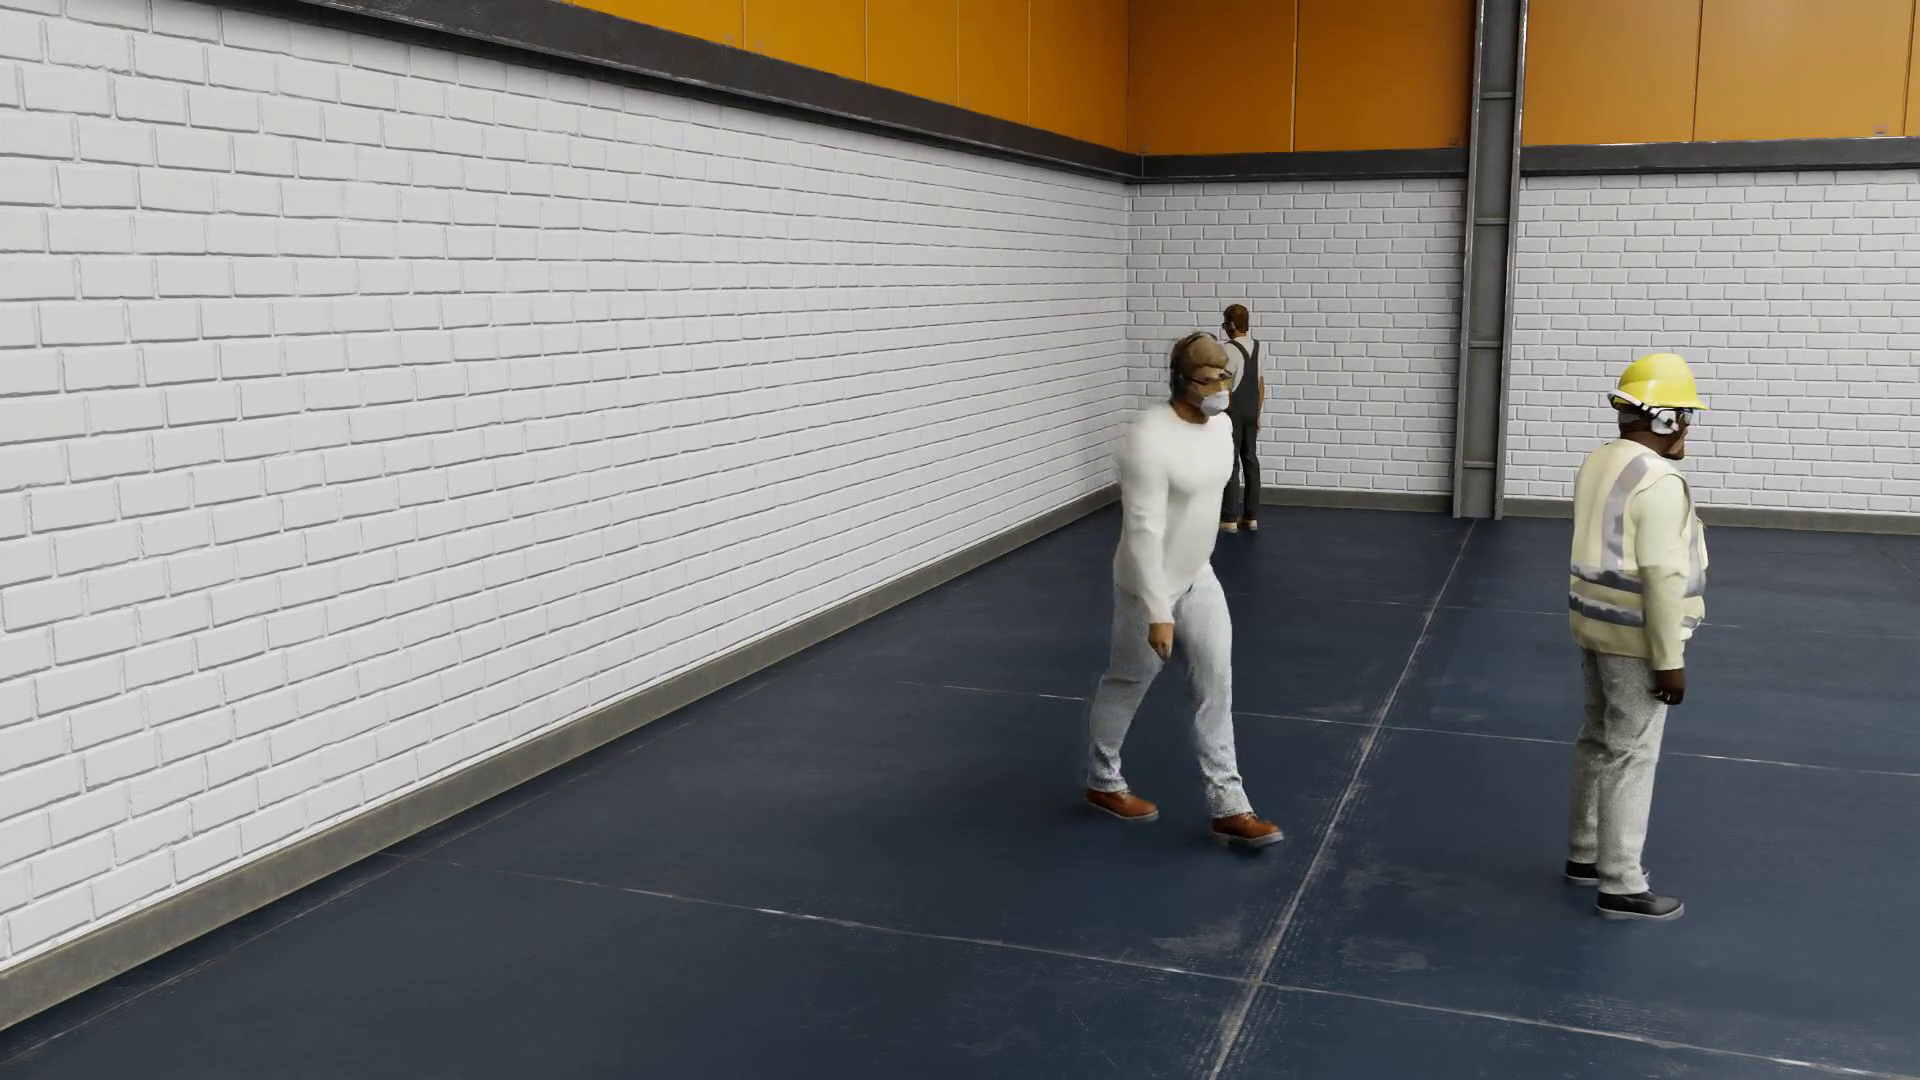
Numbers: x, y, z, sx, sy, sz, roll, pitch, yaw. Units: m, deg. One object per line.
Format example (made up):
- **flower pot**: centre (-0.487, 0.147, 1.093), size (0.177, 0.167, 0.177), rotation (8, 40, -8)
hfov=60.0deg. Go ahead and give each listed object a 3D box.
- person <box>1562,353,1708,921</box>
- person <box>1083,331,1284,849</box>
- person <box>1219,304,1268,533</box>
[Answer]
- **person**: centre (2.198, 0.308, 5.422), size (0.403, 1.824, 0.597), rotation (0, 9, 0)
- **person**: centre (0.796, 0.189, 6.001), size (0.974, 1.866, 0.642), rotation (9, 13, 44)
- **person**: centre (2.233, -0.977, 13.420), size (0.506, 1.841, 0.346), rotation (-6, 11, -33)
